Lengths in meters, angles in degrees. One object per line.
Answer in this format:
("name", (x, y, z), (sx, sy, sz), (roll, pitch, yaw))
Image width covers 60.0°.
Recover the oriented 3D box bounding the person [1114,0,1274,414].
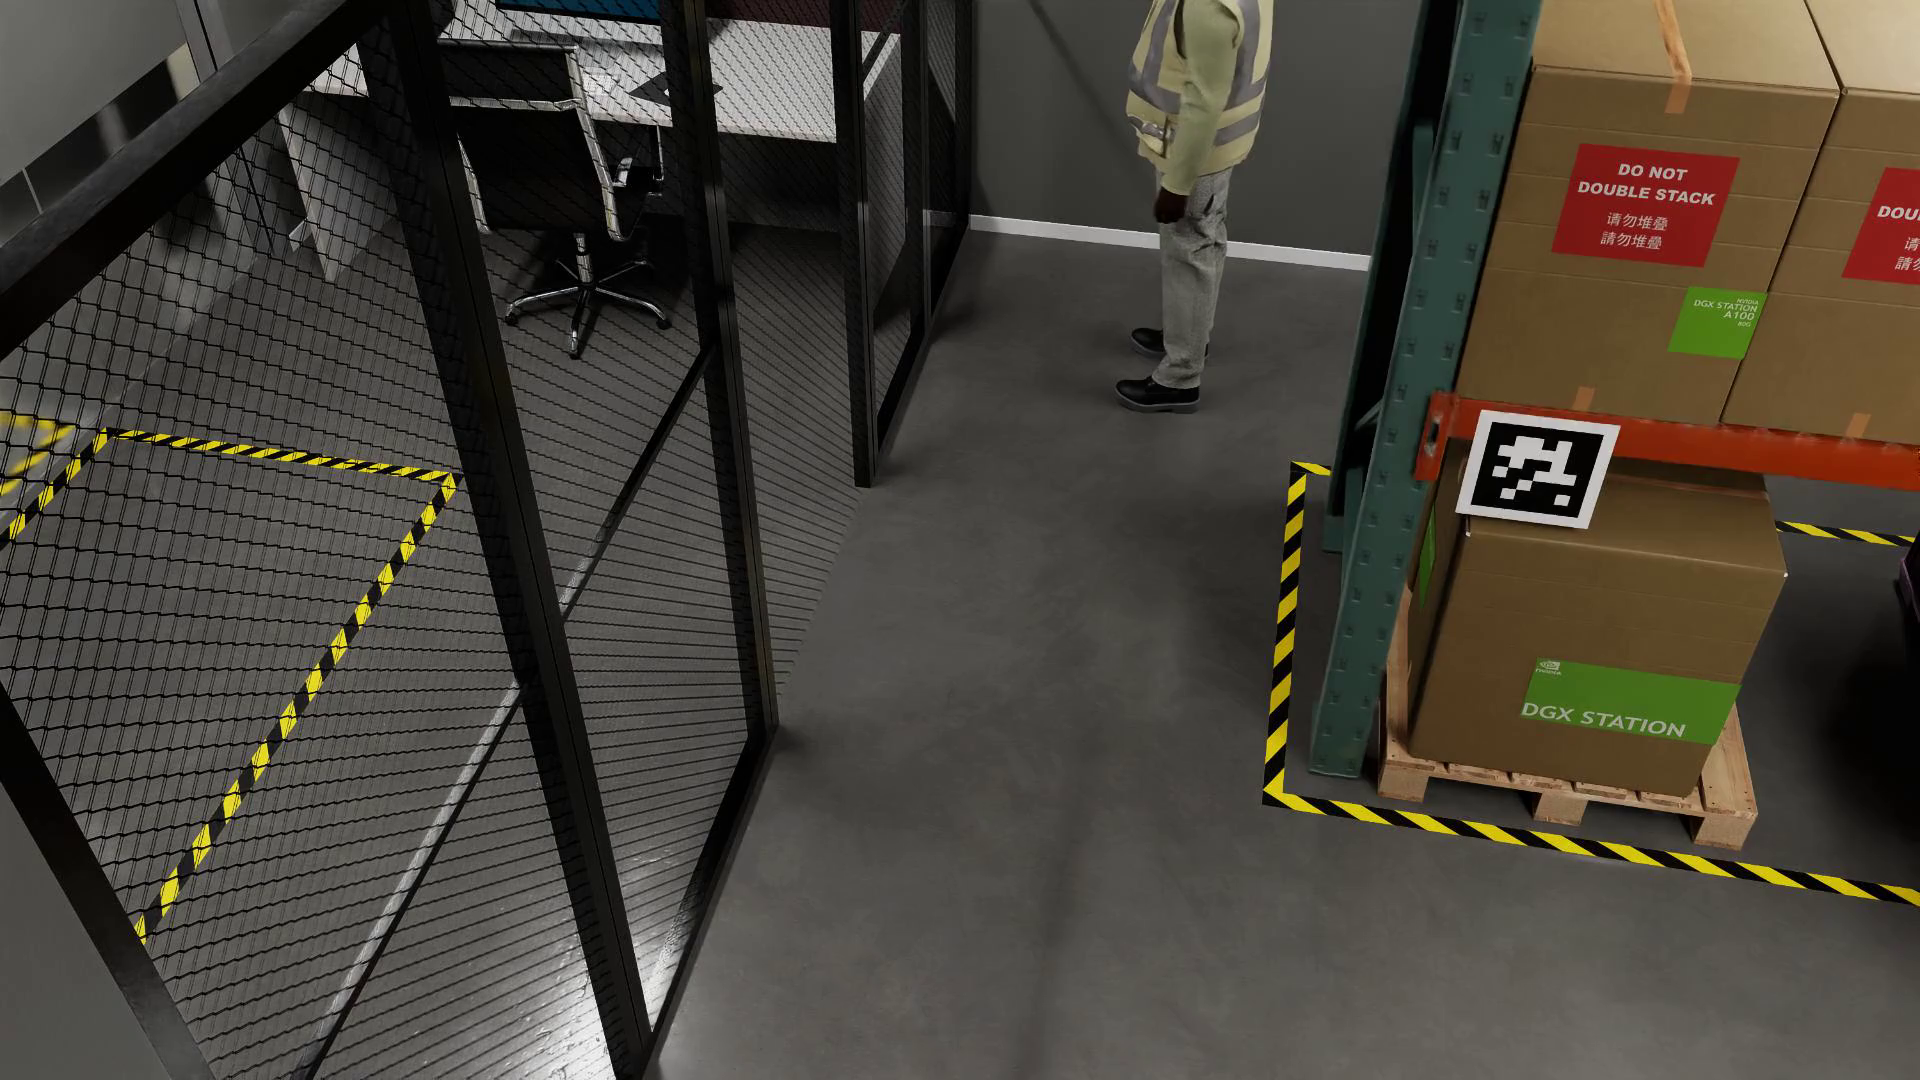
("person", (0.694, -1.219, 4.982), (0.404, 1.832, 0.596), (11, 42, 12))
